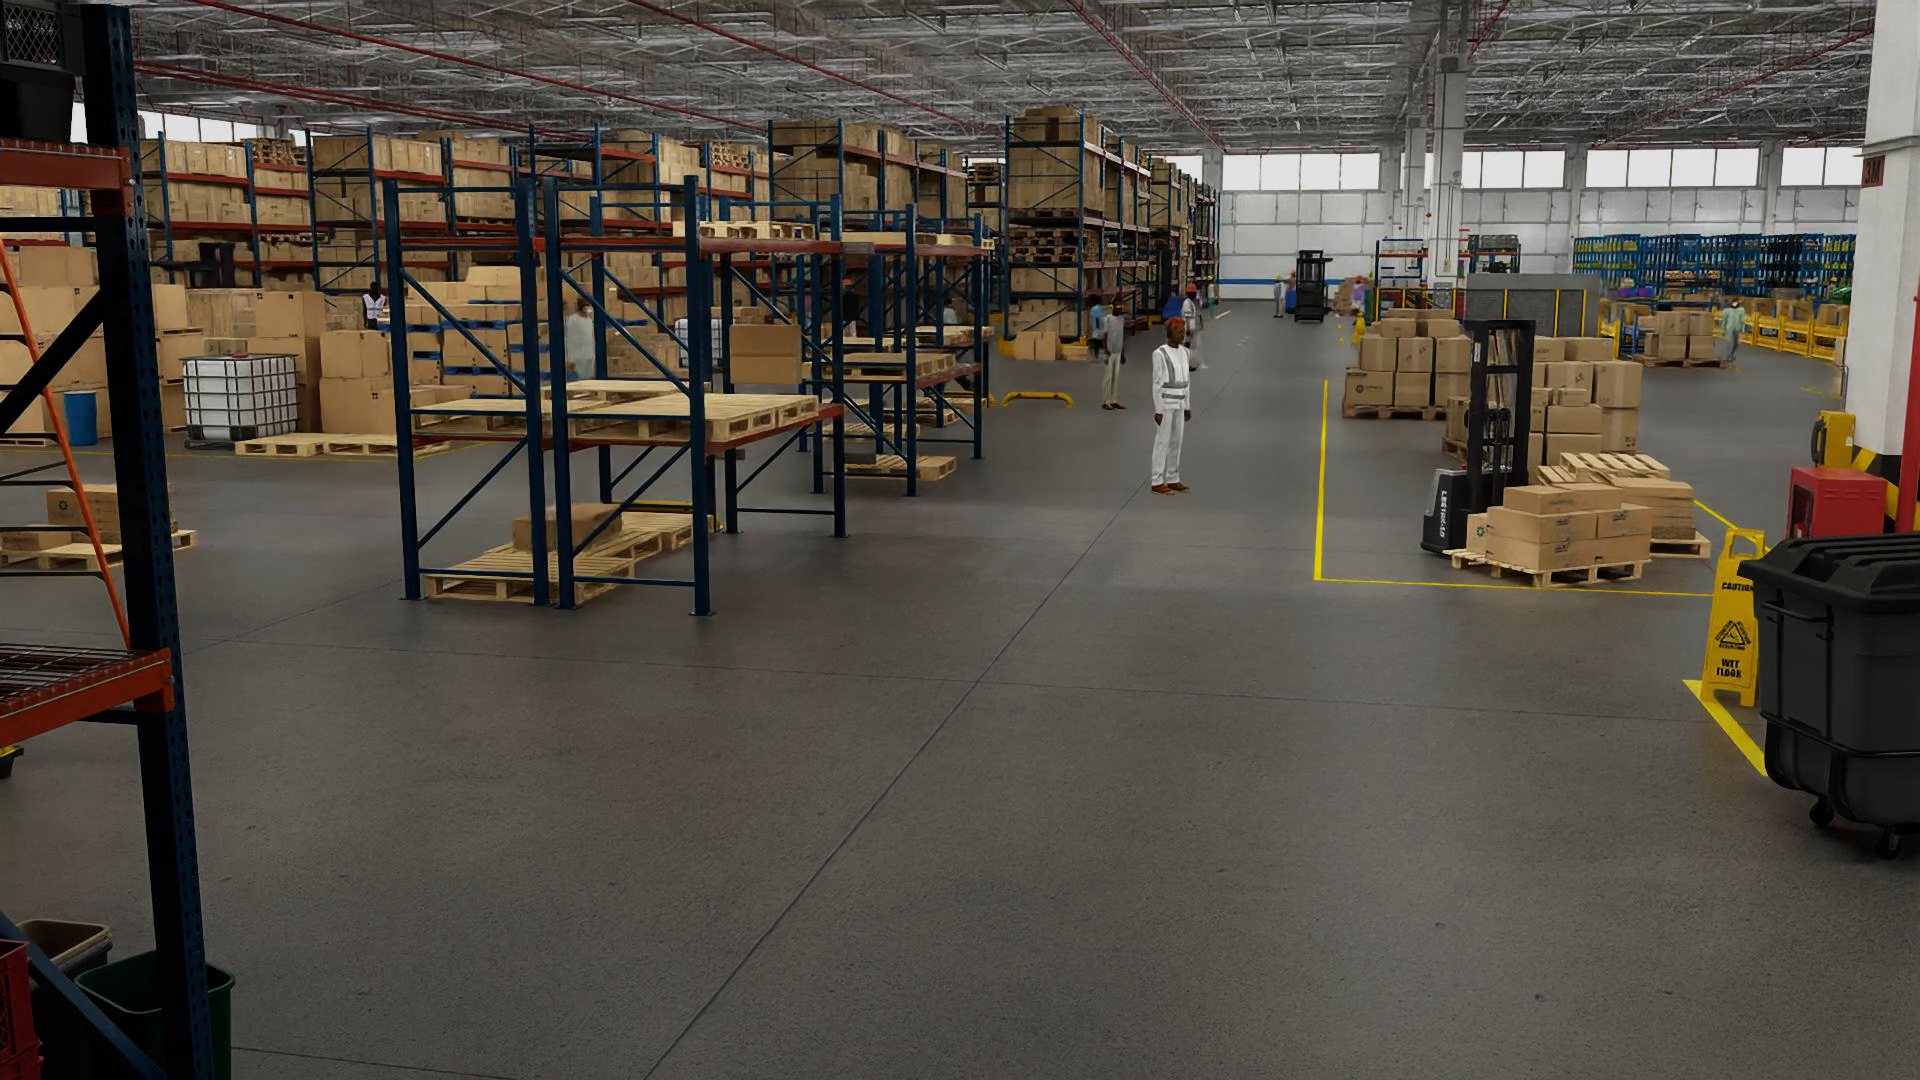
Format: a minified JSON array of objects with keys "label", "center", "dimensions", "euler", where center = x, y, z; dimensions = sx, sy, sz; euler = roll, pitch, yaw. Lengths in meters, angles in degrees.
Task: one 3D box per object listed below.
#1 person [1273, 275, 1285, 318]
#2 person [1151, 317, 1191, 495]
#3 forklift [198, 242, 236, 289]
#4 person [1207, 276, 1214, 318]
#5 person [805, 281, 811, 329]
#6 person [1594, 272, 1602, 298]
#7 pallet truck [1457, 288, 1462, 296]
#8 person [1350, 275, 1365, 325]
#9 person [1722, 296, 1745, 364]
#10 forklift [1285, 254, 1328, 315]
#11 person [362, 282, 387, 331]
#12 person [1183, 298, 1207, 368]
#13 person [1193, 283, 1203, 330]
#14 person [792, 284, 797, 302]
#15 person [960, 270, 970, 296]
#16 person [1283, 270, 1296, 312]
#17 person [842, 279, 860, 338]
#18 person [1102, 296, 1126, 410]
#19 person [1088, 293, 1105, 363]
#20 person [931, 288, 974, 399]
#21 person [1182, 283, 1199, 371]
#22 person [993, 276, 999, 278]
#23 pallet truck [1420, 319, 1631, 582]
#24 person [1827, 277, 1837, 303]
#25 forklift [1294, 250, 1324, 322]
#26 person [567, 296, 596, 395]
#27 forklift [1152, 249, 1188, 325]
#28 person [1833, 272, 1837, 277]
[{"label":"person","center":[13.449,-10.278,70.210],"dimensions":[0.404,1.823,0.588],"euler":[-5,11,-25]},{"label":"person","center":[2.228,-1.408,17.531],"dimensions":[0.351,1.878,0.568],"euler":[9,13,41]},{"label":"forklift","center":[-15.738,-4.935,35.431],"dimensions":[1.129,2.768,1.873],"euler":[7,12,37]},{"label":"person","center":[10.511,-10.187,69.852],"dimensions":[0.328,1.759,0.524],"euler":[4,10,21]},{"label":"person","center":[-4.586,-7.038,51.087],"dimensions":[0.628,1.803,0.886],"euler":[3,10,15]},{"label":"person","center":[28.744,-11.163,75.130],"dimensions":[0.604,1.925,0.819],"euler":[-3,10,-17]},{"label":"pallet truck","center":[20.506,-9.785,68.819],"dimensions":[0.653,1.274,1.630],"euler":[2,10,12]},{"label":"person","center":[14.875,-8.986,62.316],"dimensions":[0.431,1.899,0.582],"euler":[-9,13,-44]},{"label":"person","center":[18.347,-4.983,39.446],"dimensions":[0.519,1.614,0.389],"euler":[2,10,9]},{"label":"forklift","center":[15.446,-11.421,73.838],"dimensions":[1.873,2.768,1.129],"euler":[2,10,12]},{"label":"person","center":[-14.657,-5.508,41.702],"dimensions":[0.587,1.911,0.397],"euler":[-5,11,-26]},{"label":"person","center":[5.235,-4.714,37.920],"dimensions":[0.818,1.606,0.515],"euler":[7,12,37]},{"label":"person","center":[8.191,-8.209,58.412],"dimensions":[0.786,1.648,0.544],"euler":[0,10,3]},{"label":"person","center":[-6.867,-10.232,70.606],"dimensions":[0.526,1.587,0.839],"euler":[0,10,2]},{"label":"person","center":[0.239,-12.546,83.282],"dimensions":[0.544,1.939,0.354],"euler":[-2,10,-14]},{"label":"person","center":[15.537,-11.639,77.870],"dimensions":[0.996,1.958,0.605],"euler":[-4,10,-21]},{"label":"person","center":[-2.820,-5.526,41.592],"dimensions":[0.610,1.986,0.407],"euler":[-3,10,-18]},{"label":"person","center":[2.549,-3.076,27.403],"dimensions":[0.331,1.874,0.519],"euler":[9,13,43]},{"label":"person","center":[3.334,-5.058,39.720],"dimensions":[0.551,1.671,0.585],"euler":[-1,10,-7]},{"label":"person","center":[-0.178,-3.437,29.041],"dimensions":[0.881,2.000,0.685],"euler":[0,10,0]},{"label":"person","center":[5.092,-4.704,36.844],"dimensions":[0.377,1.938,0.547],"euler":[2,10,13]},{"label":"person","center":[2.057,-14.727,96.536],"dimensions":[0.561,1.820,0.642],"euler":[-6,11,-30]},{"label":"pallet truck","center":[4.543,-0.757,13.299],"dimensions":[0.823,1.965,1.885],"euler":[-4,10,-22]},{"label":"person","center":[34.461,-9.496,65.737],"dimensions":[0.314,1.768,0.527],"euler":[-1,10,-5]},{"label":"forklift","center":[13.778,-10.002,65.433],"dimensions":[1.129,2.768,1.873],"euler":[2,10,12]},{"label":"person","center":[-5.654,-2.714,25.093],"dimensions":[0.433,1.926,0.655],"euler":[3,10,16]},{"label":"forklift","center":[7.646,-9.320,61.395],"dimensions":[1.873,2.768,1.129],"euler":[2,10,11]},{"label":"person","center":[42.287,-12.006,80.359],"dimensions":[0.378,1.844,0.569],"euler":[0,10,2]}]
